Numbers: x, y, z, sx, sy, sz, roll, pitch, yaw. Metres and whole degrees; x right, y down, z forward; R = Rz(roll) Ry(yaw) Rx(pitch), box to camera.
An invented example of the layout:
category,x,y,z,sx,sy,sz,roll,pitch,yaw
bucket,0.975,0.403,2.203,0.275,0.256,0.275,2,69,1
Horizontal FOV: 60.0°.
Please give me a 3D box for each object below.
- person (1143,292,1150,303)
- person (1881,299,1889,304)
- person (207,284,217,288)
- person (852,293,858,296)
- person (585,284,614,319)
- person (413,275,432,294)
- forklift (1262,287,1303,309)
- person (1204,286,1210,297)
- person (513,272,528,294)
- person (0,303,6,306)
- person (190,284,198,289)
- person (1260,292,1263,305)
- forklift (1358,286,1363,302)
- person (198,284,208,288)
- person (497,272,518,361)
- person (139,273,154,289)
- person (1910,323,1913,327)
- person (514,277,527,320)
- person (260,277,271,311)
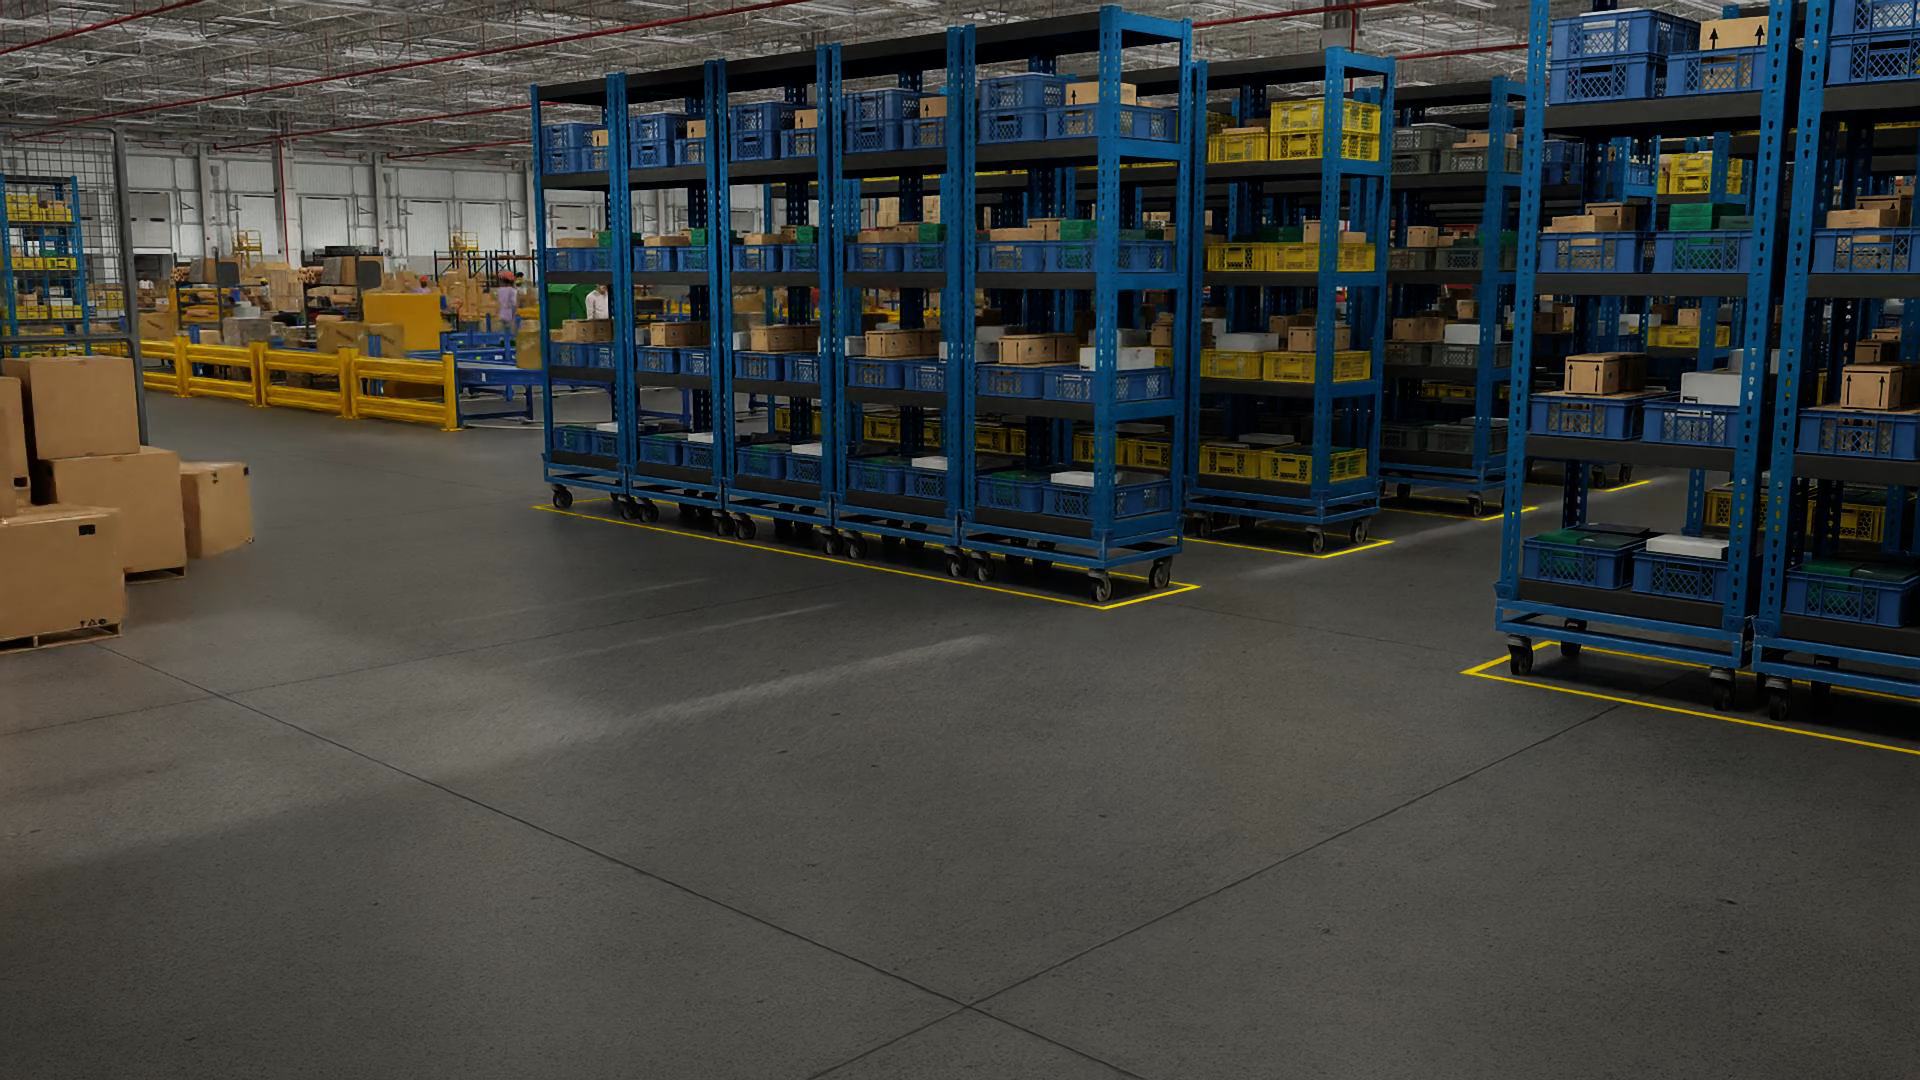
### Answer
category,x,y,z,sx,sy,sz,roll,pitch,yaw
person,6.168,-7.923,55.455,0.644,1.912,0.569,-2,10,-15
person,29.082,-7.365,52.366,0.636,1.816,0.669,-6,11,-34
person,-37.440,-12.428,83.196,0.596,1.891,0.939,2,9,9
person,-4.714,-10.995,74.974,0.539,1.695,0.319,6,11,33
person,-7.075,-4.222,32.860,0.398,1.897,0.640,7,12,38
person,-14.665,-6.313,45.659,0.957,1.891,0.585,7,11,35
forklift,10.769,-8.203,54.240,1.129,2.768,1.873,8,12,42
person,8.191,-7.637,54.570,0.500,1.636,0.282,6,11,32
person,-17.553,-9.761,66.617,0.624,1.946,0.560,4,10,23
person,-45.738,-11.749,78.899,0.665,1.925,0.615,-4,10,-25
person,-40.293,-13.139,87.619,0.521,1.864,0.335,-7,12,-36
person,10.181,-8.006,56.986,0.858,1.590,0.506,-6,11,-34
forklift,11.100,-7.017,46.970,1.873,2.768,1.129,9,13,43
person,-26.508,-8.342,58.204,0.329,1.865,0.516,1,9,8
person,-9.812,-4.876,36.533,0.639,1.995,1.003,6,11,33
person,-34.781,-10.450,71.120,0.601,1.875,0.441,-1,9,-4
person,8.975,-1.404,15.333,0.660,1.969,0.493,1,9,4
person,-15.649,-8.449,59.093,0.586,1.785,0.868,8,12,41
person,-26.496,-9.129,63.395,0.487,1.744,0.294,5,11,28
